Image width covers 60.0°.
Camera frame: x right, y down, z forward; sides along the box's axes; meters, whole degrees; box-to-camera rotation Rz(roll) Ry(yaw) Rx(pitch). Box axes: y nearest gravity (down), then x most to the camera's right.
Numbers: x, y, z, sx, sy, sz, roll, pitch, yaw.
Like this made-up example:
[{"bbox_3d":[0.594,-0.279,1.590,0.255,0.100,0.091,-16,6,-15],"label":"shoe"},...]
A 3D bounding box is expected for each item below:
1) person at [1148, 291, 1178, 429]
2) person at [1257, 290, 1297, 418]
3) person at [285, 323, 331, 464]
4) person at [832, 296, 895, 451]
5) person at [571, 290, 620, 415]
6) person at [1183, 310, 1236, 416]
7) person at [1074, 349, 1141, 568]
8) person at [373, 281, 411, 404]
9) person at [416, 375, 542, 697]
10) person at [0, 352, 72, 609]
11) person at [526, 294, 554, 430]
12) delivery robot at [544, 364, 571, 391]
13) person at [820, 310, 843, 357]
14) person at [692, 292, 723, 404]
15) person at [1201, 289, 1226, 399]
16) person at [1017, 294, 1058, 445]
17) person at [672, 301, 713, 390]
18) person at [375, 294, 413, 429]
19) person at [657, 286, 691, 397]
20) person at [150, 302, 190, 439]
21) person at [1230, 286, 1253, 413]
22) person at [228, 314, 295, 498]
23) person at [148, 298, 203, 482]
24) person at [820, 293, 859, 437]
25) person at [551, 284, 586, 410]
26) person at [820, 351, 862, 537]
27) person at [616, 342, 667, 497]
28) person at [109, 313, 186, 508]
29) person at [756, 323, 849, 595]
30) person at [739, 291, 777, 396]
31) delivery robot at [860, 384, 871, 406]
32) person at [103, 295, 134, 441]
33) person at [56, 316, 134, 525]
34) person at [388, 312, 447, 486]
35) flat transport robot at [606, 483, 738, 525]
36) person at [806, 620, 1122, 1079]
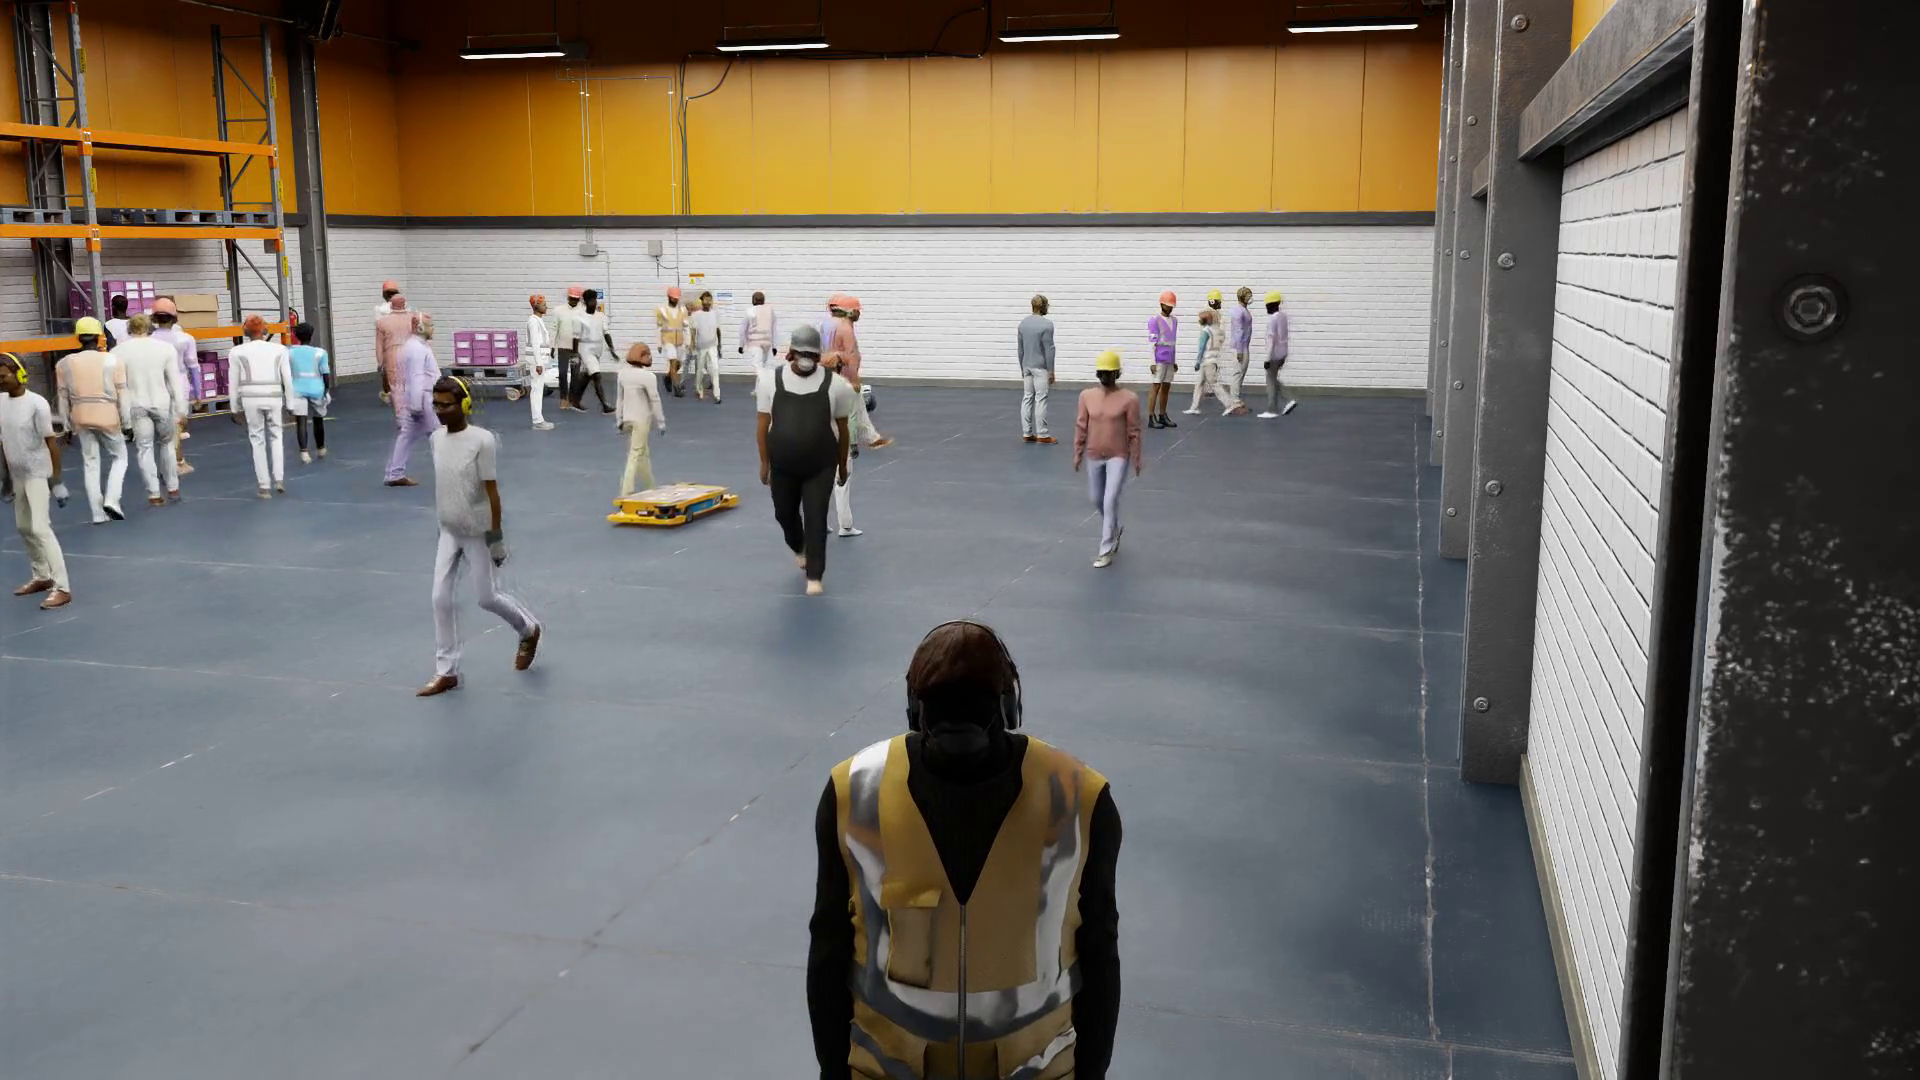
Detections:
[{"bbox_3d":[2.888,-2.529,23.390,0.549,1.926,0.382,-9,14,-42],"label":"person"},{"bbox_3d":[4.701,-2.755,24.741,0.491,1.911,0.589,5,11,28],"label":"person"},{"bbox_3d":[-7.749,-1.748,19.743,0.549,1.646,0.865,-3,10,-15],"label":"person"},{"bbox_3d":[-1.356,-2.045,20.607,1.055,1.938,0.644,-1,10,-7],"label":"person"},{"bbox_3d":[-5.630,-2.863,25.377,1.043,1.912,0.613,6,11,29],"label":"person"},{"bbox_3d":[3.802,-2.669,25.105,0.806,1.601,0.510,3,11,18],"label":"person"},{"bbox_3d":[1.224,-0.686,13.494,0.540,1.745,0.788,5,11,26],"label":"person"},{"bbox_3d":[-9.065,-3.125,26.596,0.633,1.982,1.060,-7,12,-34],"label":"person"},{"bbox_3d":[-2.820,-0.053,9.673,0.524,1.835,0.845,5,11,27],"label":"person"},{"bbox_3d":[-6.639,-0.441,11.923,0.735,1.821,0.546,5,11,26],"label":"person"},{"bbox_3d":[-5.889,-2.484,23.266,0.356,1.883,0.573,-2,10,-10],"label":"person"},{"bbox_3d":[-6.853,-2.743,28.223,0.707,0.478,0.477,0,10,1],"label":"delivery robot"},{"bbox_3d":[-1.856,-2.724,24.891,0.993,1.794,0.579,10,14,43],"label":"person"},{"bbox_3d":[-4.152,-3.160,27.286,0.548,1.824,0.989,-4,11,-22],"label":"person"},{"bbox_3d":[4.274,-3.308,28.062,0.404,1.837,0.590,4,11,19],"label":"person"},{"bbox_3d":[1.000,-2.198,21.485,0.379,1.940,0.629,-8,13,-38],"label":"person"},{"bbox_3d":[-4.695,-3.426,29.432,0.836,1.591,0.517,2,10,11],"label":"person"},{"bbox_3d":[-7.847,-2.494,23.316,0.647,1.889,0.521,-5,11,-26],"label":"person"},{"bbox_3d":[-4.934,-3.402,28.439,0.549,1.897,0.819,-6,12,-31],"label":"person"},{"bbox_3d":[-10.508,-2.241,21.995,0.506,1.846,0.345,-2,10,-13],"label":"person"},{"bbox_3d":[4.333,-2.919,25.568,0.364,1.939,0.636,3,10,16],"label":"person"},{"bbox_3d":[-7.144,-1.372,16.997,0.610,1.864,0.521,-6,12,-32],"label":"person"},{"bbox_3d":[-8.605,-1.627,18.098,0.618,2.006,1.027,-1,10,-6],"label":"person"},{"bbox_3d":[-1.611,-2.313,22.155,0.543,1.933,0.363,9,13,41],"label":"person"},{"bbox_3d":[-6.059,-3.003,25.964,0.638,1.962,0.570,-3,10,-16],"label":"person"},{"bbox_3d":[-1.110,-0.841,14.649,0.511,1.640,0.308,6,12,31],"label":"person"},{"bbox_3d":[-3.130,-1.173,16.622,0.520,1.595,0.777,8,13,37],"label":"person"},{"bbox_3d":[-8.035,-1.287,16.482,0.668,1.888,0.872,-5,11,-24],"label":"person"},{"bbox_3d":[-1.173,-0.657,12.471,0.694,2.000,0.828,0,10,0],"label":"person"},{"bbox_3d":[-3.347,-3.281,28.008,0.623,1.809,0.867,-8,13,-38],"label":"person"},{"bbox_3d":[-1.730,-2.289,25.654,0.707,0.478,0.477,6,12,31],"label":"delivery robot"},{"bbox_3d":[-10.960,-2.257,21.876,0.383,1.918,0.597,4,11,21],"label":"person"},{"bbox_3d":[-7.937,-1.094,15.301,0.611,1.910,0.418,-2,10,-11],"label":"person"},{"bbox_3d":[-5.653,-1.489,17.712,0.995,1.856,0.641,-4,11,-24],"label":"person"},{"bbox_3d":[-2.703,-0.351,15.748,0.652,0.197,1.431,3,11,18],"label":"flat transport robot"},{"bbox_3d":[0.006,1.061,3.309,0.626,1.844,0.429,0,10,1],"label":"person"}]
